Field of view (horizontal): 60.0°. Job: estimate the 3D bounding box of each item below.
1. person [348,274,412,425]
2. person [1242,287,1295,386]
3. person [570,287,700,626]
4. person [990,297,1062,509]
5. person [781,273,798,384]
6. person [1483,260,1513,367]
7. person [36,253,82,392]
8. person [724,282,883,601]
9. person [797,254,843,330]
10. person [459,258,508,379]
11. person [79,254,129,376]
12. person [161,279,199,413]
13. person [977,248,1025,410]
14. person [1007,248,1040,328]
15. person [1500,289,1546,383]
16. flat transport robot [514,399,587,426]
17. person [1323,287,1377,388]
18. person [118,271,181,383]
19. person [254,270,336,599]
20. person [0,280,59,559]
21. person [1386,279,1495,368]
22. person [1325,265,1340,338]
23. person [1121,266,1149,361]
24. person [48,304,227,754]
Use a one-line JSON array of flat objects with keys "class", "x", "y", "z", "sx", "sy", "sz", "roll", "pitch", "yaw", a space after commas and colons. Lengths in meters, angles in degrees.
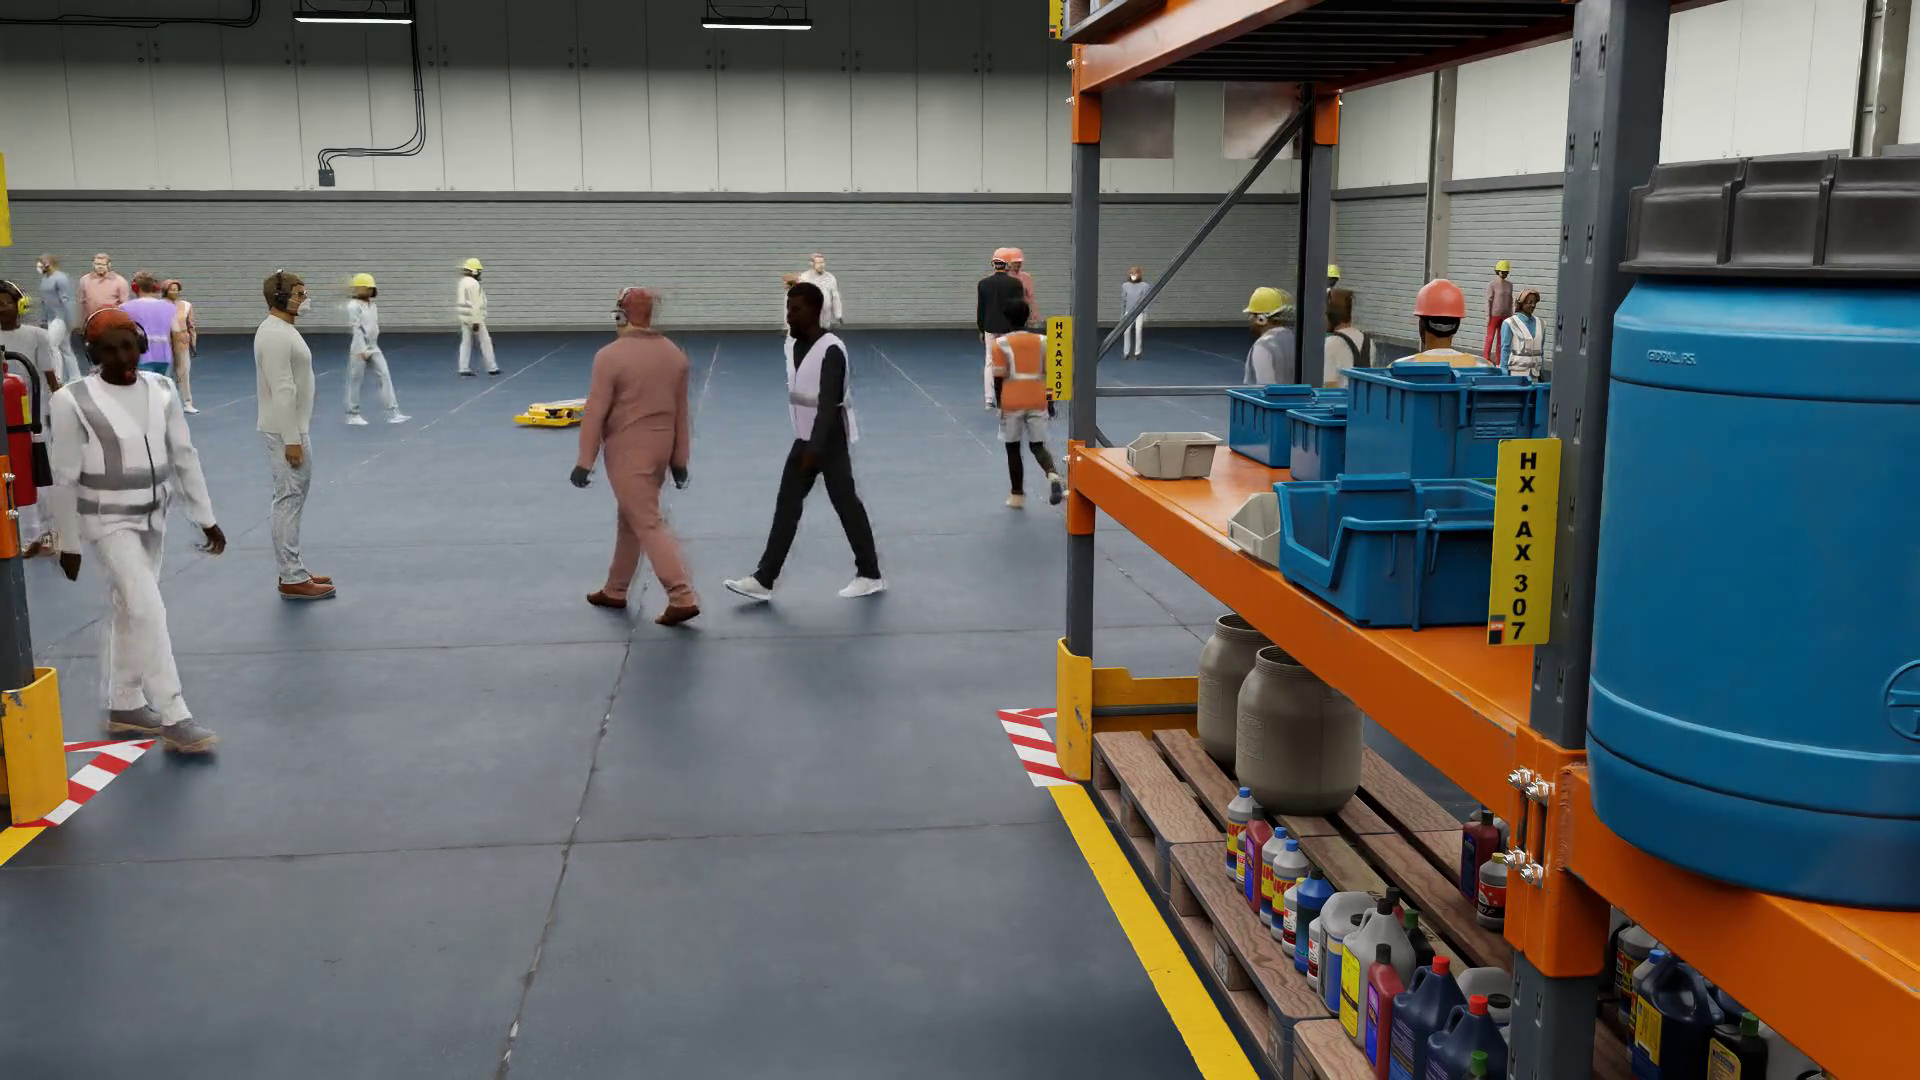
[{"class": "person", "x": -6.641, "y": -2.142, "z": 18.827, "sx": 0.827, "sy": 1.711, "sz": 0.493, "roll": 4, "pitch": 11, "yaw": 20}, {"class": "person", "x": 2.265, "y": -0.904, "z": 11.845, "sx": 0.942, "sy": 1.788, "sz": 0.581, "roll": 8, "pitch": 13, "yaw": 39}, {"class": "person", "x": -1.790, "y": -0.469, "z": 9.256, "sx": 0.983, "sy": 1.866, "sz": 0.651, "roll": 6, "pitch": 12, "yaw": 31}, {"class": "person", "x": 0.524, "y": -1.037, "z": 12.874, "sx": 0.539, "sy": 1.673, "sz": 0.584, "roll": -4, "pitch": 11, "yaw": -22}, {"class": "person", "x": -2.411, "y": -3.048, "z": 24.032, "sx": 0.360, "sy": 1.617, "sz": 0.542, "roll": 0, "pitch": 10, "yaw": 1}, {"class": "person", "x": 8.599, "y": -3.568, "z": 26.515, "sx": 0.520, "sy": 1.761, "sz": 0.333, "roll": -5, "pitch": 11, "yaw": -25}, {"class": "person", "x": -12.502, "y": -2.974, "z": 22.845, "sx": 0.645, "sy": 1.901, "sz": 0.760, "roll": 9, "pitch": 14, "yaw": 40}, {"class": "person", "x": -0.885, "y": -0.556, "z": 9.703, "sx": 1.017, "sy": 1.868, "sz": 0.611, "roll": -7, "pitch": 13, "yaw": -35}, {"class": "person", "x": -2.101, "y": -3.398, "z": 25.279, "sx": 0.675, "sy": 1.863, "sz": 0.950, "roll": -7, "pitch": 12, "yaw": -34}, {"class": "person", "x": -7.255, "y": -3.345, "z": 25.155, "sx": 0.820, "sy": 1.797, "sz": 0.624, "roll": -8, "pitch": 13, "yaw": -37}, {"class": "person", "x": -11.974, "y": -3.041, "z": 23.256, "sx": 0.678, "sy": 1.882, "sz": 0.766, "roll": -2, "pitch": 11, "yaw": -12}, {"class": "person", "x": -9.452, "y": -2.313, "z": 20.003, "sx": 0.322, "sy": 1.627, "sz": 0.526, "roll": 9, "pitch": 13, "yaw": 40}, {"class": "person", "x": 0.513, "y": -2.594, "z": 20.521, "sx": 0.612, "sy": 1.995, "sz": 0.382, "roll": 4, "pitch": 11, "yaw": 19}, {"class": "person", "x": 0.839, "y": -3.250, "z": 24.214, "sx": 0.630, "sy": 1.953, "sz": 0.883, "roll": -6, "pitch": 12, "yaw": -31}, {"class": "person", "x": 5.352, "y": -1.564, "z": 15.845, "sx": 0.522, "sy": 1.639, "sz": 0.306, "roll": -5, "pitch": 11, "yaw": -24}, {"class": "flat transport robot", "x": -4.384, "y": -1.497, "z": 19.233, "sx": 0.652, "sy": 0.197, "sz": 1.431, "roll": 7, "pitch": 12, "yaw": 33}, {"class": "person", "x": 2.384, "y": -0.658, "z": 10.380, "sx": 0.550, "sy": 1.815, "sz": 0.524, "roll": -7, "pitch": 12, "yaw": -34}, {"class": "person", "x": -7.979, "y": -1.742, "z": 16.399, "sx": 0.960, "sy": 1.806, "sz": 0.581, "roll": 7, "pitch": 13, "yaw": 35}, {"class": "person", "x": -3.965, "y": -0.622, "z": 9.865, "sx": 0.373, "sy": 1.940, "sz": 0.628, "roll": -4, "pitch": 11, "yaw": -21}, {"class": "person", "x": -6.232, "y": -0.776, "z": 10.963, "sx": 0.536, "sy": 1.853, "sz": 0.461, "roll": 0, "pitch": 10, "yaw": 2}, {"class": "person", "x": 2.201, "y": -0.239, "z": 7.763, "sx": 0.545, "sy": 1.939, "sz": 0.374, "roll": -1, "pitch": 10, "yaw": -5}, {"class": "person", "x": 5.057, "y": -2.896, "z": 22.847, "sx": 0.526, "sy": 1.757, "sz": 0.404, "roll": -5, "pitch": 11, "yaw": -25}, {"class": "person", "x": 3.010, "y": -3.905, "z": 28.733, "sx": 0.520, "sy": 1.625, "sz": 0.431, "roll": 4, "pitch": 11, "yaw": 19}, {"class": "person", "x": -3.368, "y": -0.039, "z": 6.878, "sx": 0.832, "sy": 1.848, "sz": 0.574, "roll": 3, "pitch": 11, "yaw": 17}]
